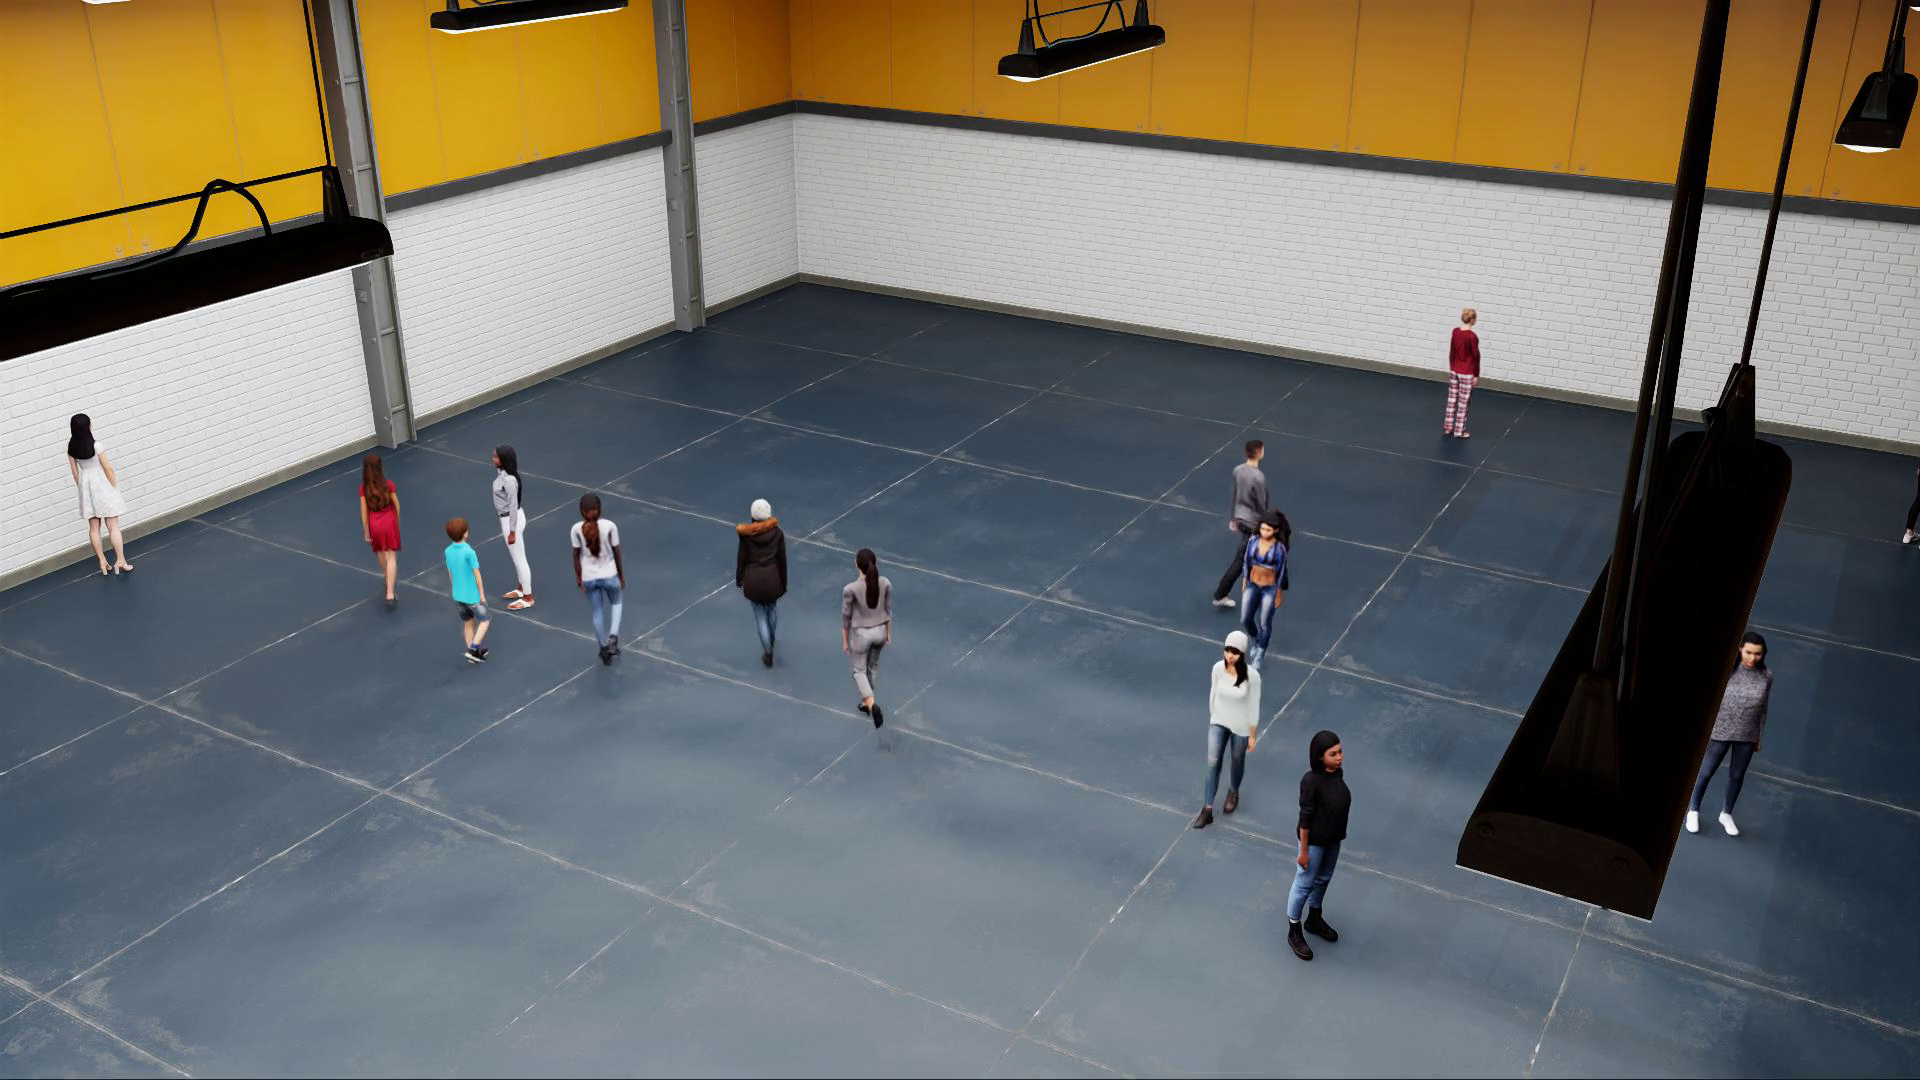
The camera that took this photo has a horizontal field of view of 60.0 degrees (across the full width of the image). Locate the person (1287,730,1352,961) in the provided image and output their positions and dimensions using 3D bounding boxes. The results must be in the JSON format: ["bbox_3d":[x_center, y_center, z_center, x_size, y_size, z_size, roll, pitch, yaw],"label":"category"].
[{"bbox_3d":[2.497,2.088,11.581,0.573,1.702,0.696,-19,30,-37],"label":"person"}]

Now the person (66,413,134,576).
[{"bbox_3d":[-9.003,-0.480,17.364,0.762,1.775,0.789,1,24,2],"label":"person"}]

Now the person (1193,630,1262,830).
[{"bbox_3d":[2.182,1.443,13.156,0.625,1.622,0.911,10,26,22],"label":"person"}]

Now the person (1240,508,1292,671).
[{"bbox_3d":[2.847,0.440,15.464,0.650,1.611,0.621,15,28,31],"label":"person"}]

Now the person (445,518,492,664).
[{"bbox_3d":[-4.647,0.510,15.522,0.574,1.437,0.620,13,27,27],"label":"person"}]

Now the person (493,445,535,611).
[{"bbox_3d":[-4.482,-0.150,16.673,0.713,1.724,0.667,-8,25,-18],"label":"person"}]

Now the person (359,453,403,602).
[{"bbox_3d":[-5.822,-0.098,16.811,0.944,1.518,1.070,-4,24,-10],"label":"person"}]

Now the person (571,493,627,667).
[{"bbox_3d":[-3.342,0.393,15.438,0.763,1.717,0.819,-3,24,-7],"label":"person"}]

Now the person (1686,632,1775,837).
[{"bbox_3d":[6.007,1.489,12.914,0.688,1.731,0.655,3,24,7],"label":"person"}]

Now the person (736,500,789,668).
[{"bbox_3d":[-1.821,0.425,15.495,0.886,1.614,0.927,-9,25,-19],"label":"person"}]

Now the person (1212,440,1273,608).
[{"bbox_3d":[2.841,-0.124,16.615,1.207,1.722,1.038,-11,26,-23],"label":"person"}]

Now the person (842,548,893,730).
[{"bbox_3d":[-0.779,0.884,14.388,0.979,1.660,0.981,-10,26,-22],"label":"person"}]

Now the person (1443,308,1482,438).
[{"bbox_3d":[6.439,-2.156,21.297,0.674,1.696,0.683,-13,27,-27],"label":"person"}]
